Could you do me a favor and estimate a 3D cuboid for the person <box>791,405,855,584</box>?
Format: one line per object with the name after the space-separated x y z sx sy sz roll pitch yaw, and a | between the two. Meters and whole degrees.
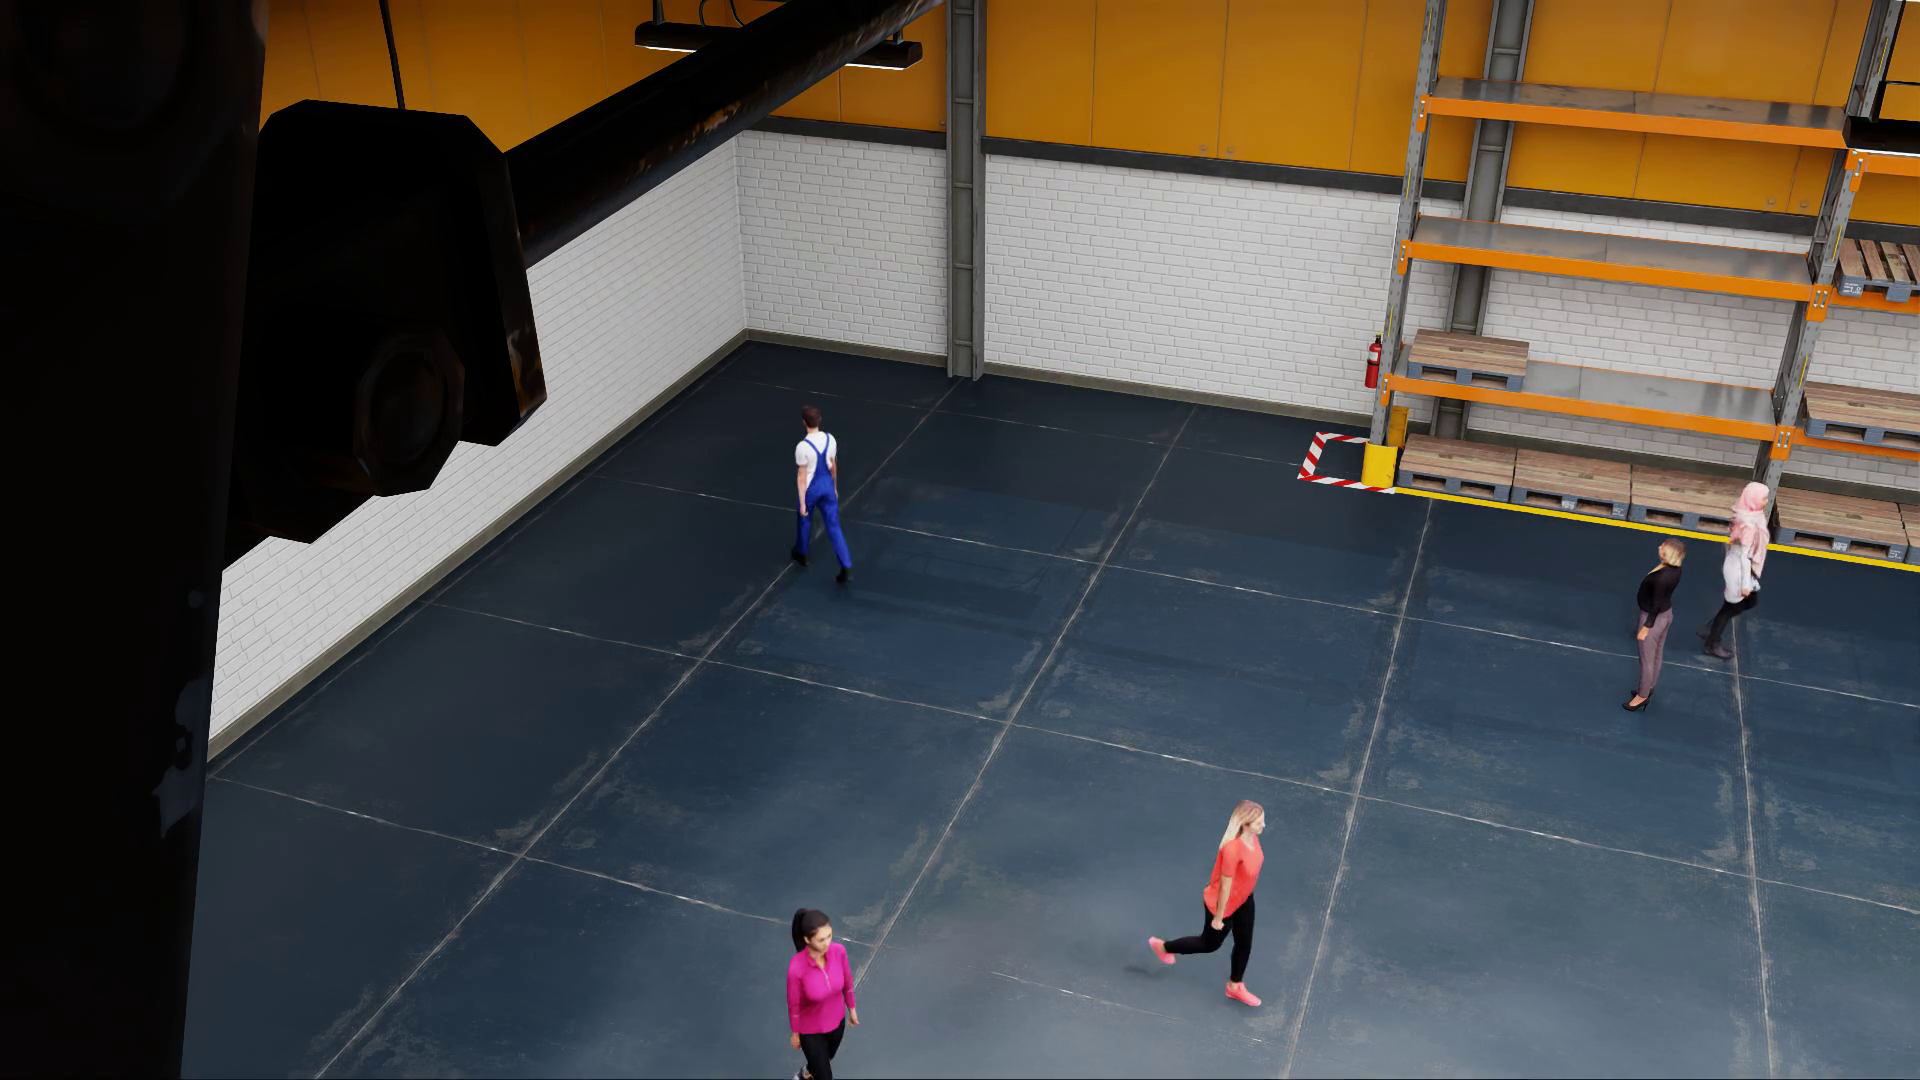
-1.338 -0.403 16.279 1.154 1.809 1.348 -18 33 -29 | person

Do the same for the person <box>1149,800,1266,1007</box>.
1.720 2.428 11.246 1.105 1.658 0.748 15 32 26 | person

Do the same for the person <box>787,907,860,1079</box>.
-0.896 2.937 10.293 0.893 1.677 1.058 -22 35 -34 | person

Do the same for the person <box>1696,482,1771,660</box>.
6.936 0.286 15.033 0.676 1.792 0.649 12 31 21 | person

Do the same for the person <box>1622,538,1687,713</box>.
6.008 0.728 14.348 0.645 1.671 0.666 23 36 35 | person
